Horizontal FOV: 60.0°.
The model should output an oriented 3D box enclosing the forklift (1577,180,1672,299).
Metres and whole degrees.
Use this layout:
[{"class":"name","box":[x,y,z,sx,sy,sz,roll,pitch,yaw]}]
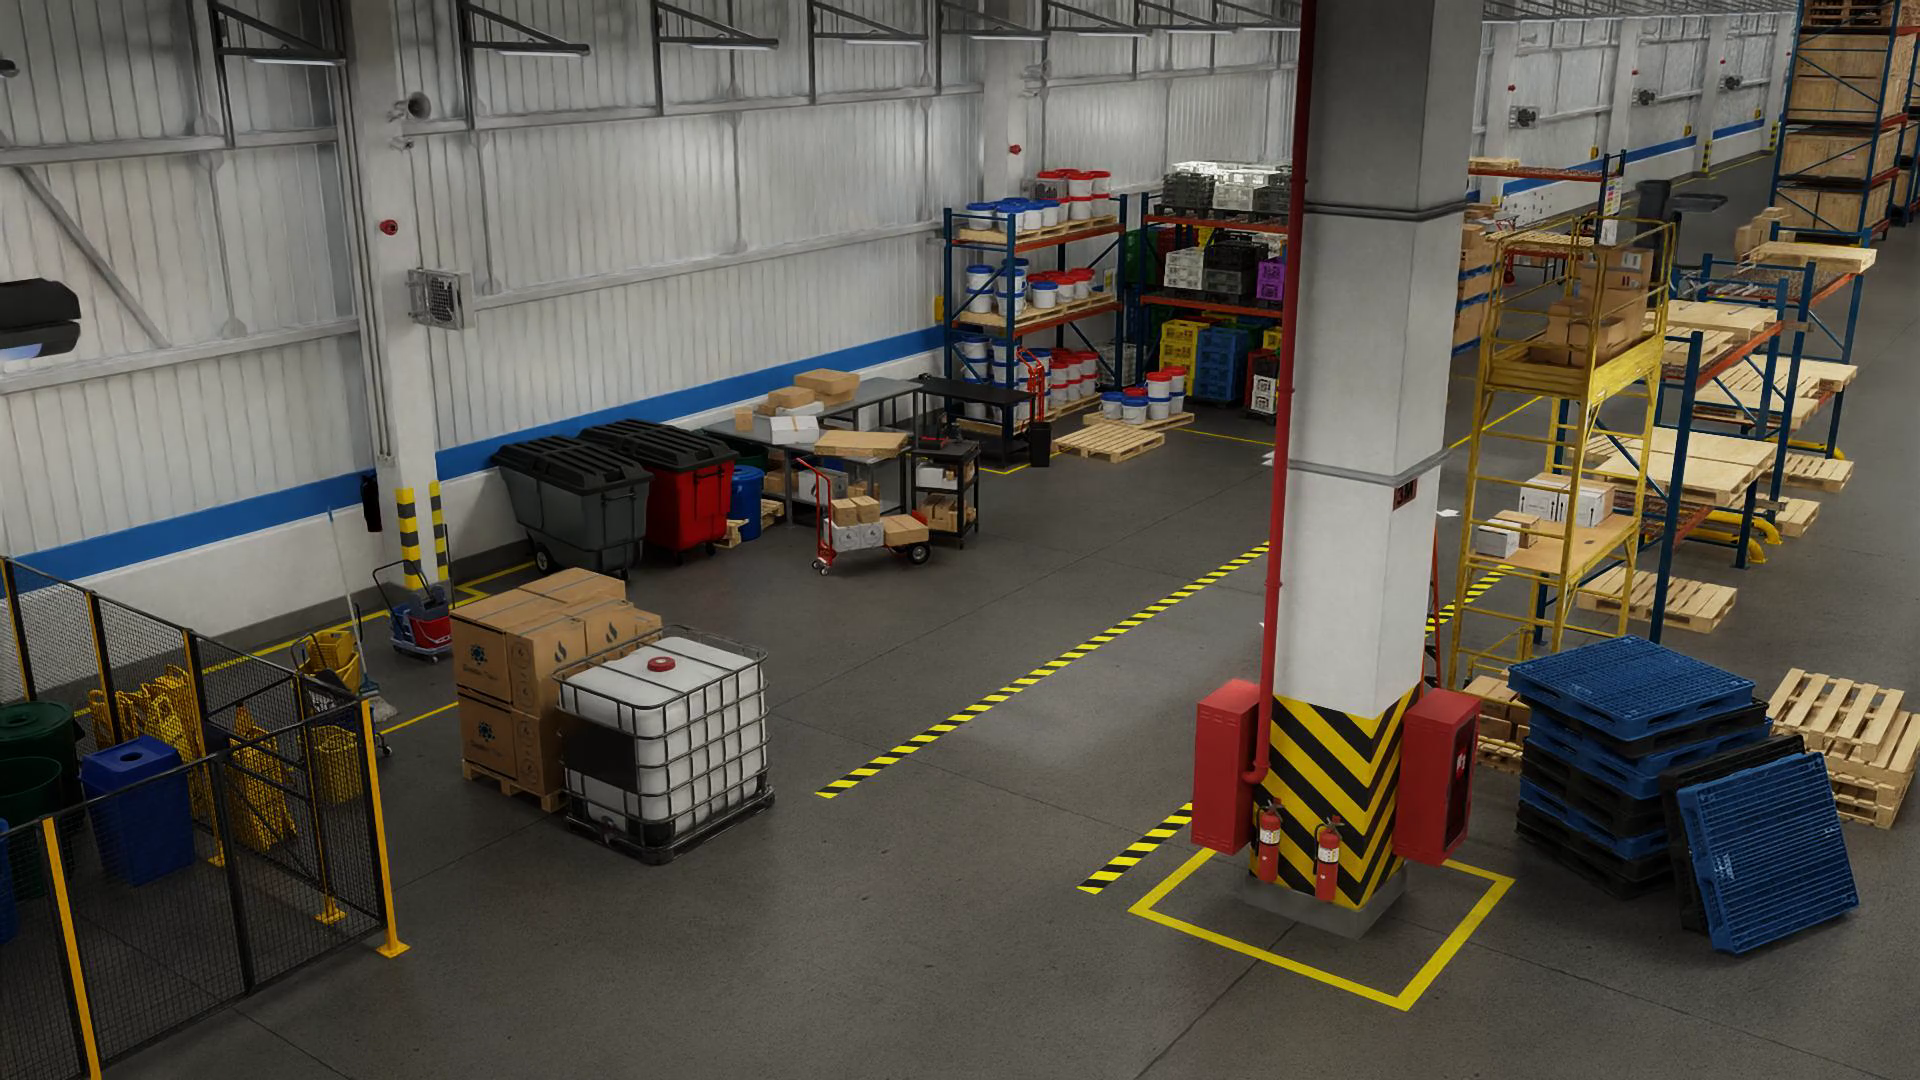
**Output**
[{"class":"forklift","box":[11.235,-4.464,27.280,1.873,2.768,1.129,11,21,31]}]
